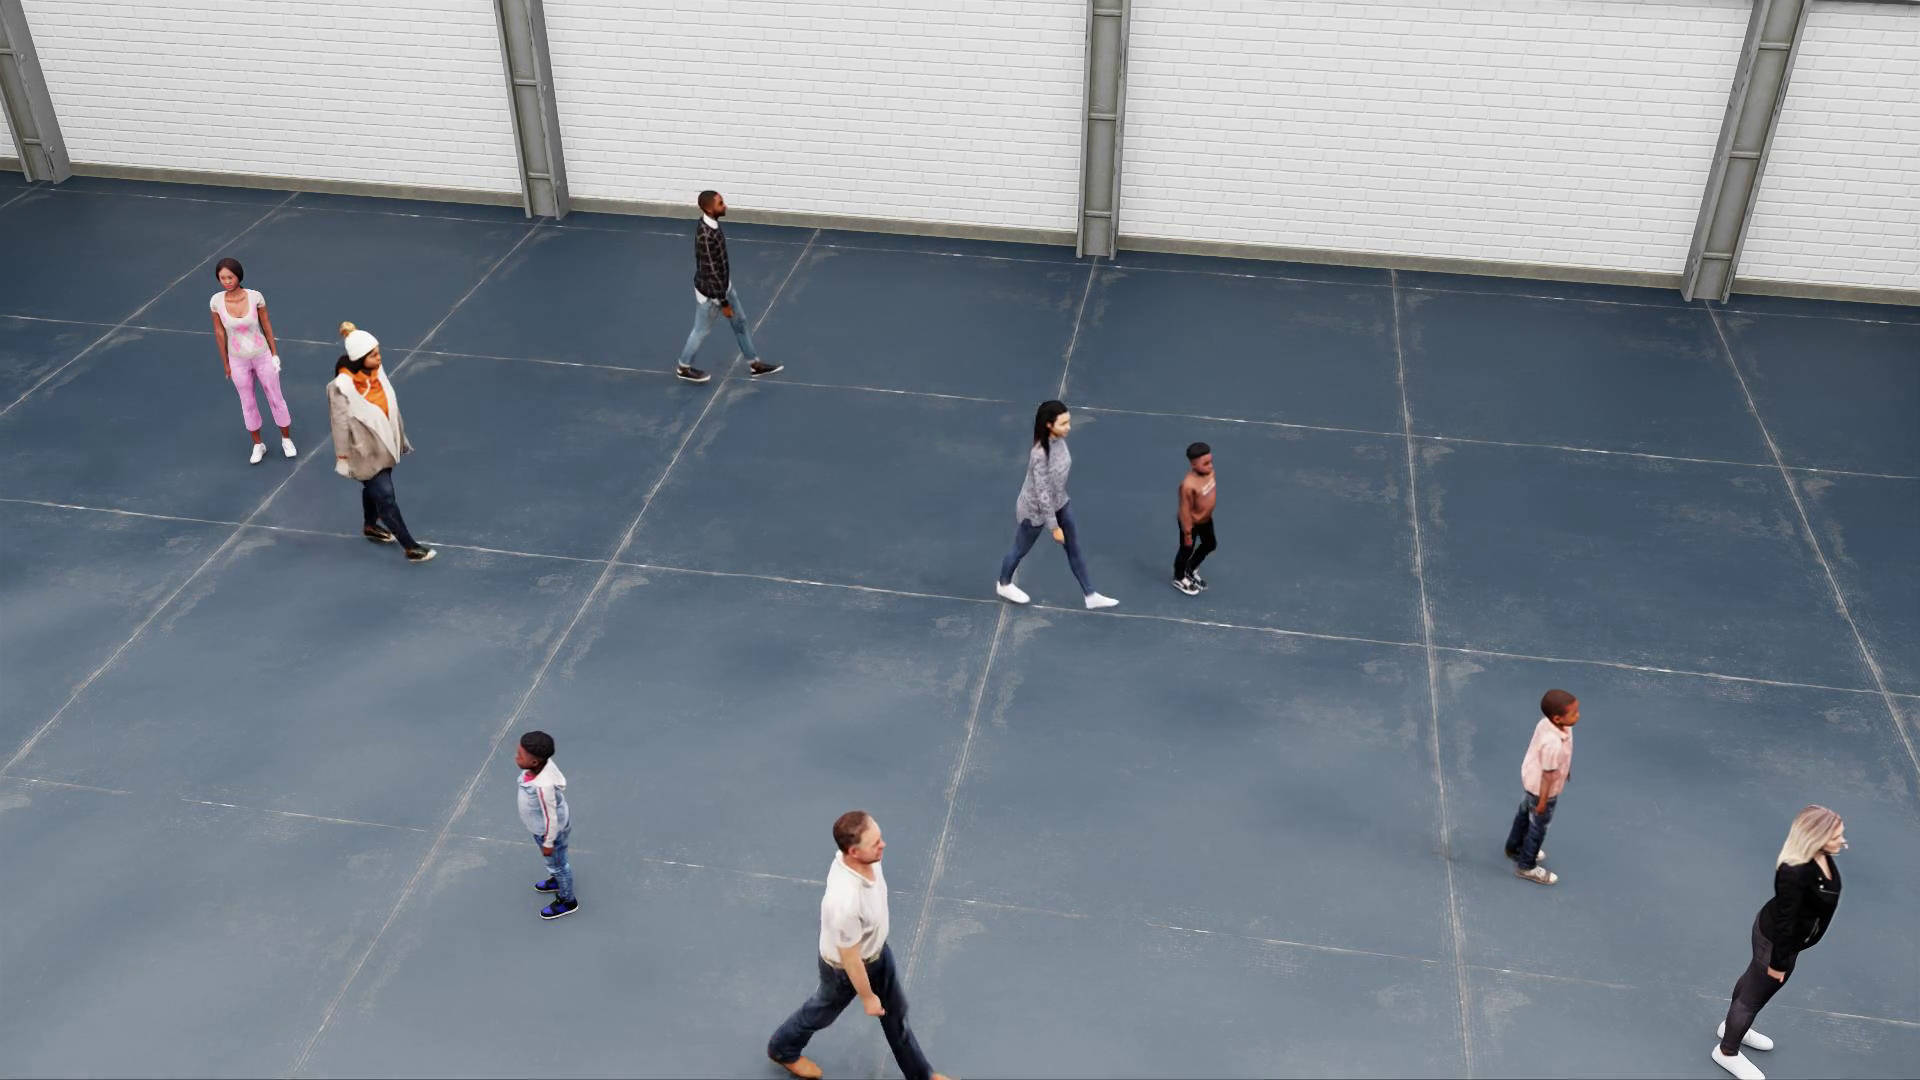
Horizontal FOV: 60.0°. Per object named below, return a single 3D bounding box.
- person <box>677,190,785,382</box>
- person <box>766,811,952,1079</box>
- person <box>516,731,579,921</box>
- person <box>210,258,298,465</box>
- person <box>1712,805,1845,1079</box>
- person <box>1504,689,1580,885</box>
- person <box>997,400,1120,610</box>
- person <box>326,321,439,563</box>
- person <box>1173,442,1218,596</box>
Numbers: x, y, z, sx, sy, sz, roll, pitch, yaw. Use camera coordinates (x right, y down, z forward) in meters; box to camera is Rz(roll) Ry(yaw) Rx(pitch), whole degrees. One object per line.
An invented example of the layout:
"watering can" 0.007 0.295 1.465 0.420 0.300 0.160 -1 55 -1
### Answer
"person" -2.224 -2.143 14.393 1.215 1.769 0.789 2 34 2
"person" -0.624 2.033 8.074 1.302 1.810 0.815 11 35 16
"person" -2.296 1.561 9.279 0.593 1.261 0.556 -9 35 -13
"person" -5.697 -1.447 13.372 0.605 1.742 0.718 -11 35 -16
"person" 4.062 1.977 8.269 0.663 1.687 0.678 20 39 27
"person" 3.307 1.364 9.537 0.546 1.305 0.518 8 34 12
"person" 0.497 -0.229 11.589 1.216 1.686 0.889 17 37 24
"person" -4.406 -0.730 12.182 1.073 1.864 0.801 11 35 16
"person" 1.631 -0.175 11.908 0.640 1.244 0.612 27 42 34
